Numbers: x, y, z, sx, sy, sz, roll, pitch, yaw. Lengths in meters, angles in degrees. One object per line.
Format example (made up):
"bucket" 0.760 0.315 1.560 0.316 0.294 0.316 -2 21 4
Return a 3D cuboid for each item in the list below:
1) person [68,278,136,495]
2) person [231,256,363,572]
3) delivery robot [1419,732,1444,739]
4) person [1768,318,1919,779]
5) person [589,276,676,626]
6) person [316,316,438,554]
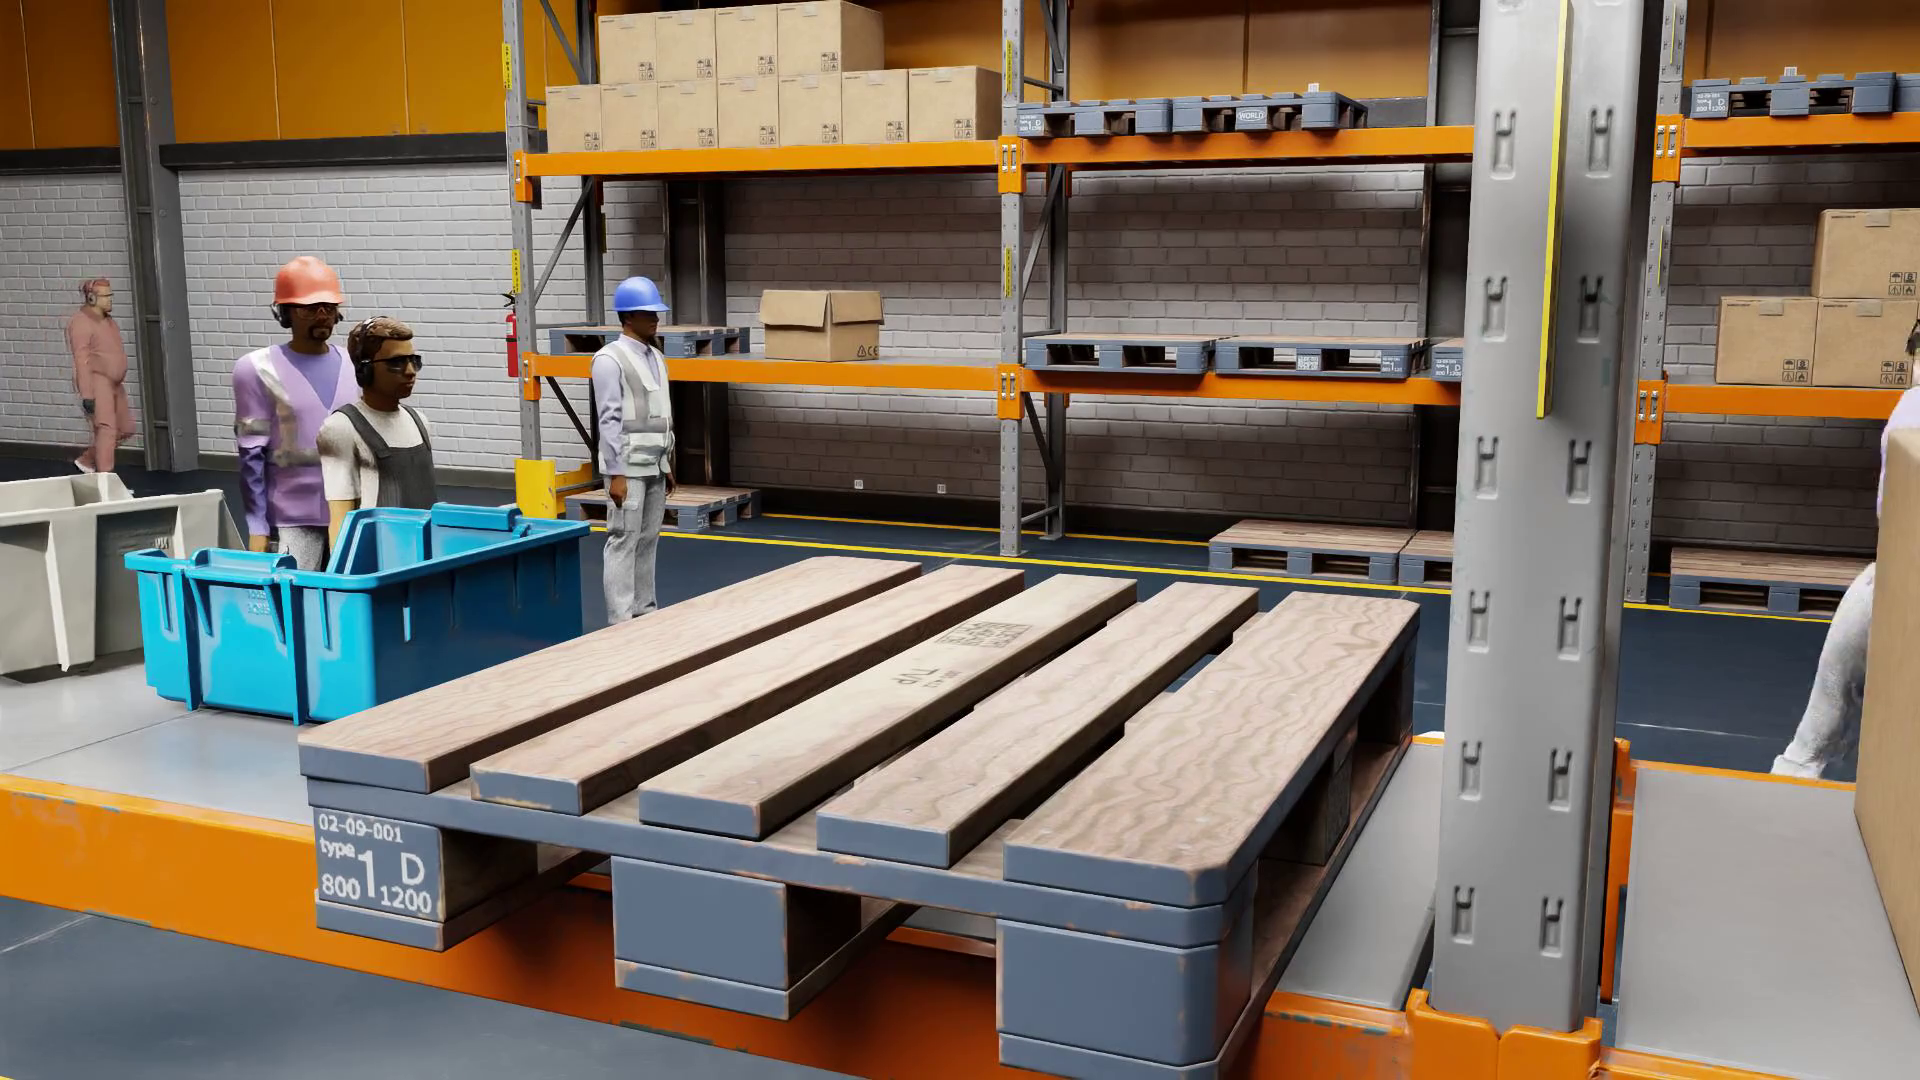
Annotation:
"person" -7.461 -1.319 14.415 0.491 1.887 0.668 -1 10 -6
"person" -2.584 -0.109 6.716 0.379 2.045 0.605 8 12 40
"delivery robot" 1.750 0.809 5.390 0.477 0.478 0.707 -8 12 -40
"person" 3.125 0.147 5.630 0.722 1.892 0.674 2 10 12
"person" -1.667 -0.380 8.625 0.389 1.949 0.603 3 10 16
"person" -1.921 0.170 5.637 0.342 1.846 0.509 3 10 15
